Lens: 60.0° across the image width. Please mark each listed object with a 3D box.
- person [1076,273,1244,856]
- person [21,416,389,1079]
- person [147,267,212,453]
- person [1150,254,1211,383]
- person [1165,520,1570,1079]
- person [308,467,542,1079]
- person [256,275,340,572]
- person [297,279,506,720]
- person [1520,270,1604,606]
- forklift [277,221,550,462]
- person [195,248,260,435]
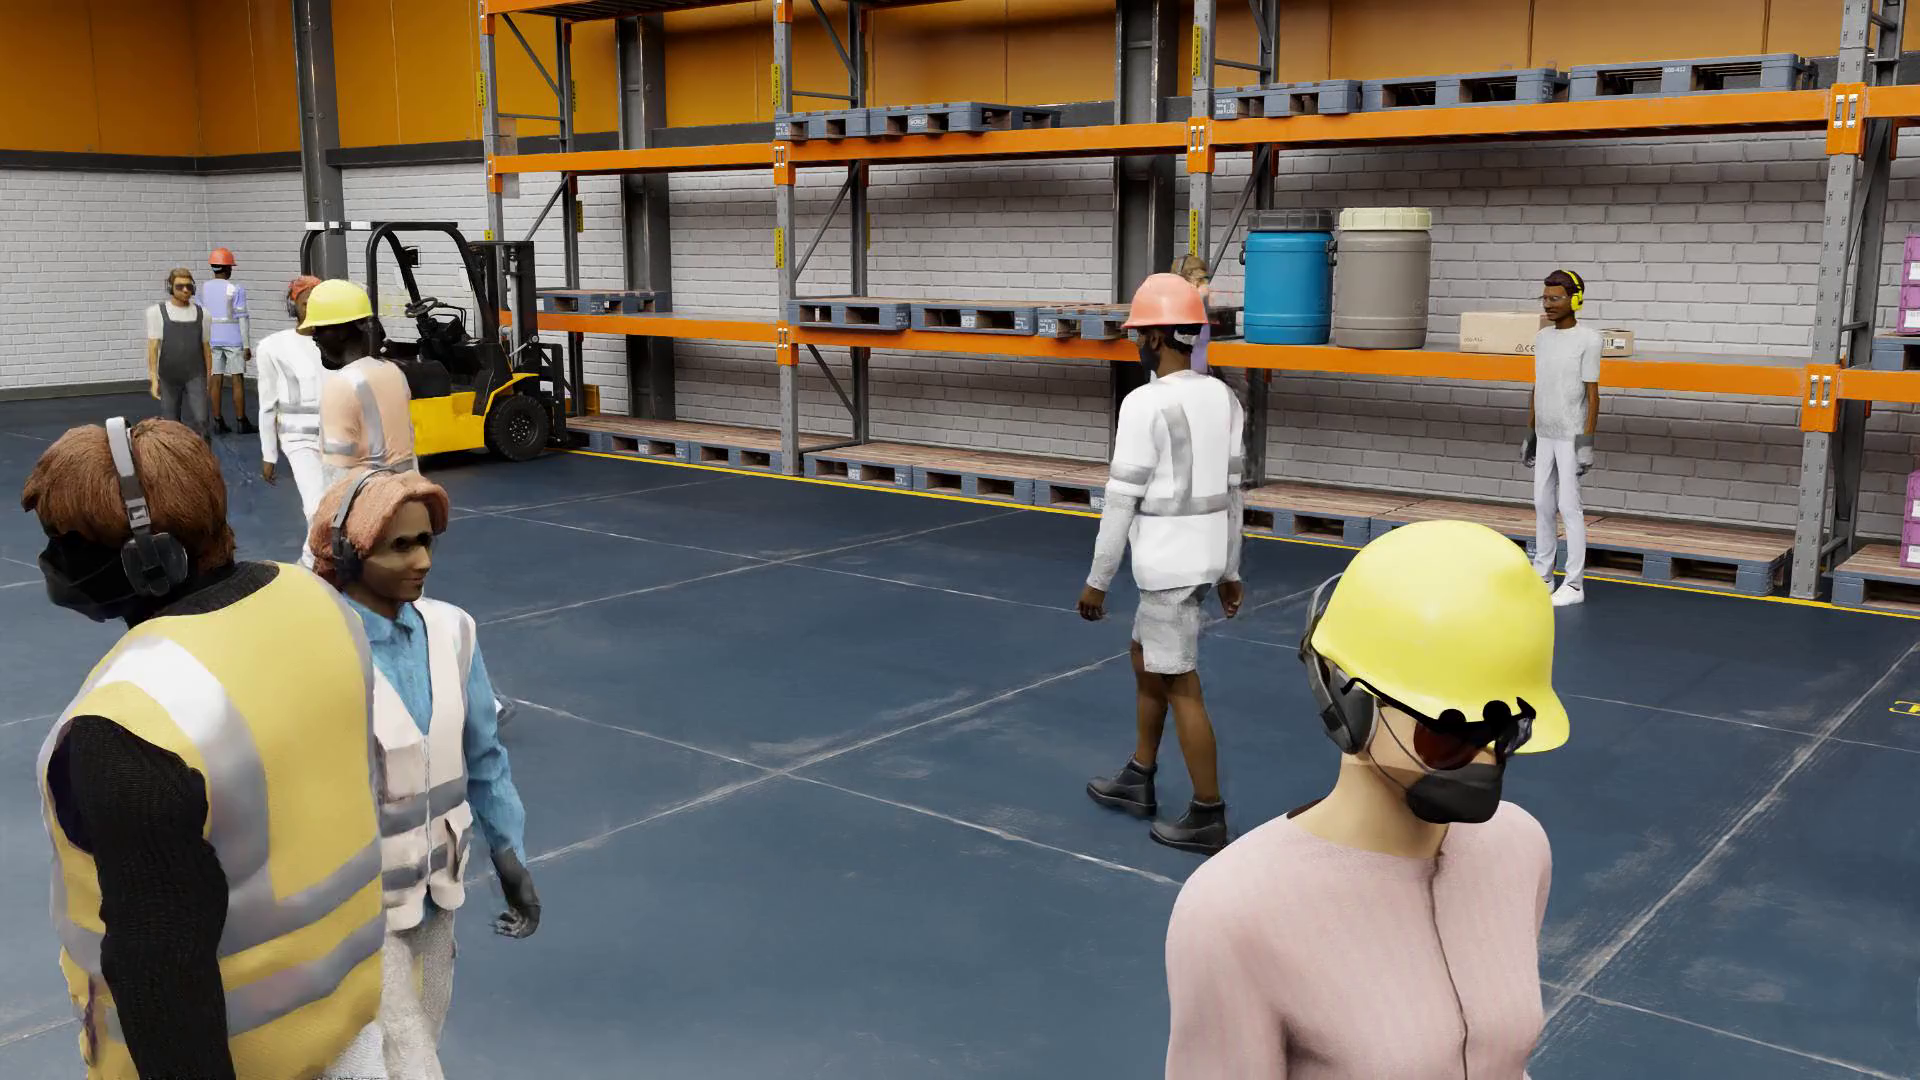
[{"bbox_3d":[0.618,0.077,5.580,0.816,1.907,0.550,8,13,37],"label":"person"},{"bbox_3d":[-0.982,0.702,2.421,0.870,1.803,0.631,2,10,12],"label":"person"},{"bbox_3d":[-6.472,-1.358,13.818,0.524,1.812,0.916,-7,12,-33],"label":"person"},{"bbox_3d":[1.365,-0.798,10.340,0.355,1.936,0.635,6,12,31],"label":"person"},{"bbox_3d":[0.437,0.843,1.744,0.524,1.760,0.326,-7,12,-34],"label":"person"},{"bbox_3d":[-0.959,0.681,2.996,0.584,1.622,0.528,5,11,24],"label":"person"},{"bbox_3d":[-3.550,-0.531,9.145,0.586,1.847,0.966,-9,14,-42],"label":"person"},{"bbox_3d":[-2.314,-0.100,6.665,0.971,1.880,0.589,0,10,1],"label":"person"},{"bbox_3d":[3.334,-0.564,9.271,0.322,1.861,0.515,-4,11,-22],"label":"person"},{"bbox_3d":[-4.922,-1.741,14.854,1.214,2.155,2.313,8,13,38],"label":"forklift"},{"bbox_3d":[-7.655,-2.065,17.358,0.548,1.937,0.379,1,10,6],"label":"person"}]
